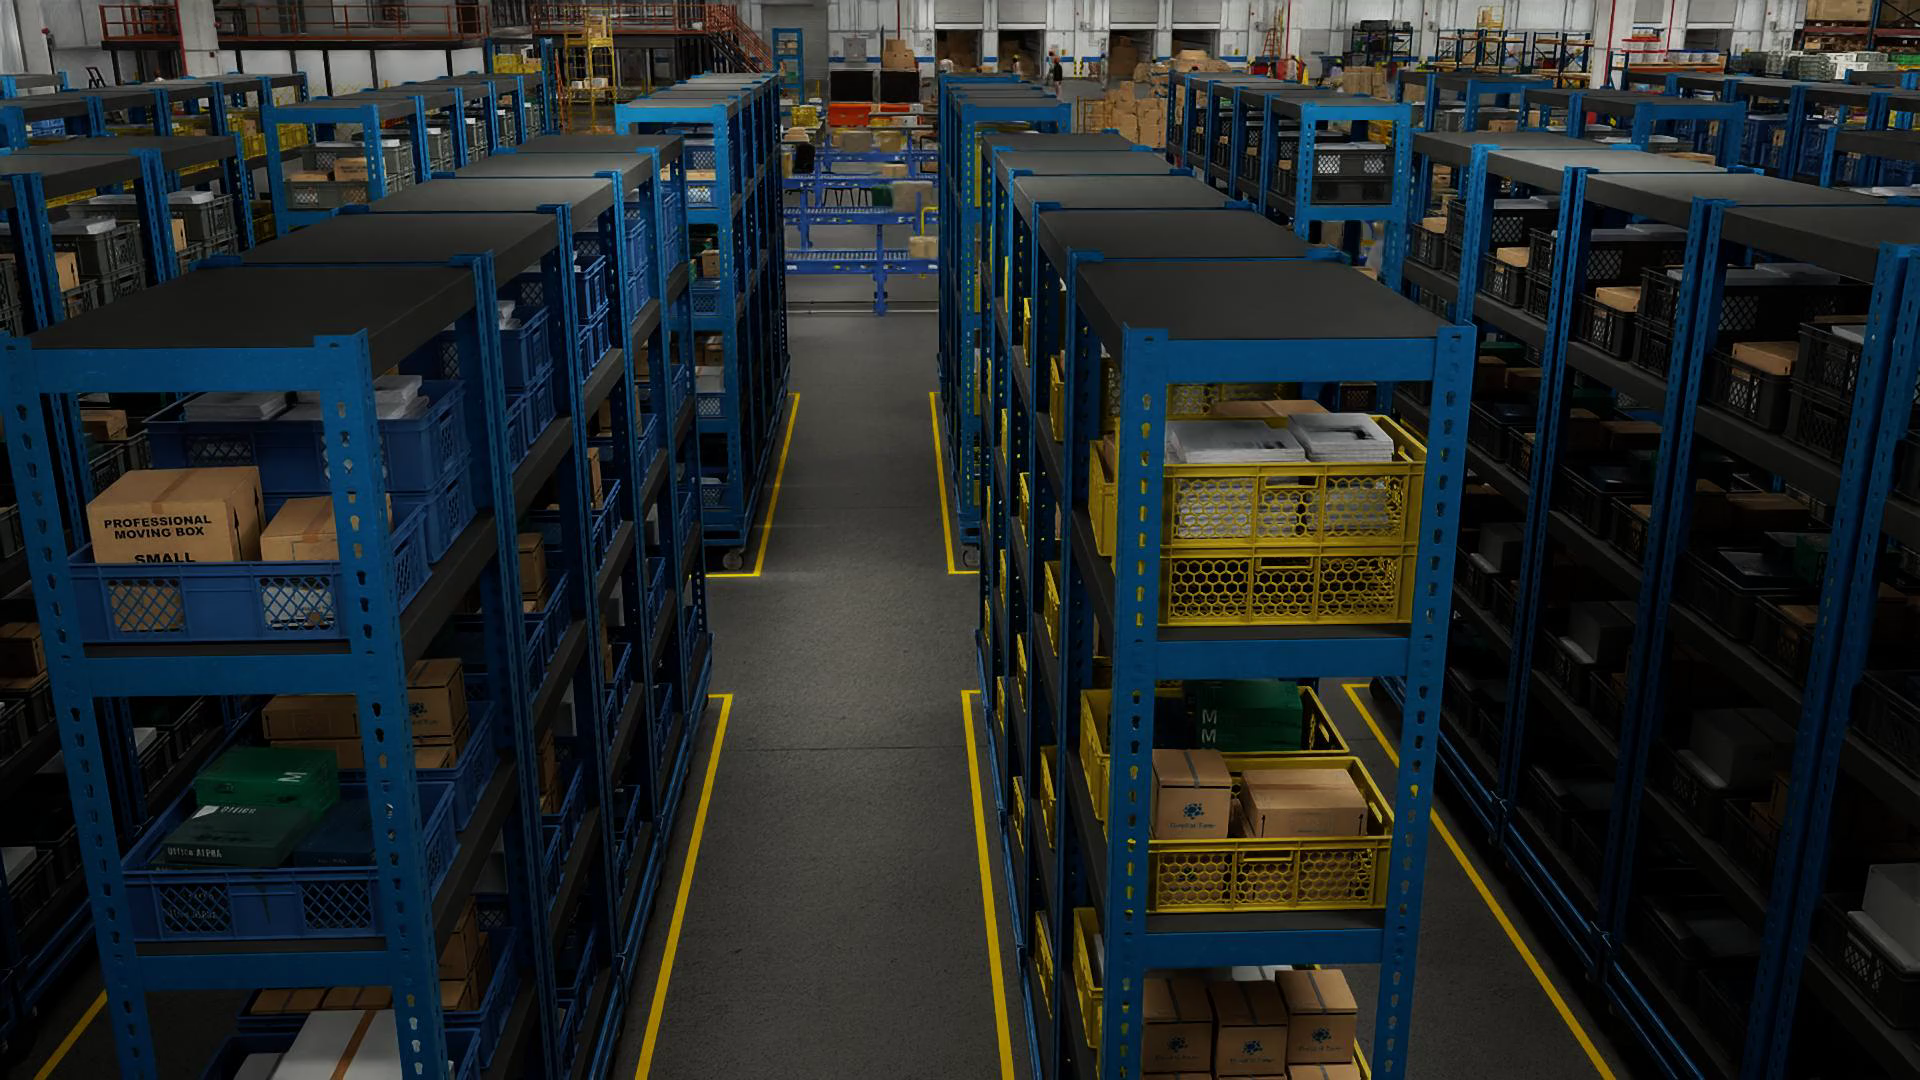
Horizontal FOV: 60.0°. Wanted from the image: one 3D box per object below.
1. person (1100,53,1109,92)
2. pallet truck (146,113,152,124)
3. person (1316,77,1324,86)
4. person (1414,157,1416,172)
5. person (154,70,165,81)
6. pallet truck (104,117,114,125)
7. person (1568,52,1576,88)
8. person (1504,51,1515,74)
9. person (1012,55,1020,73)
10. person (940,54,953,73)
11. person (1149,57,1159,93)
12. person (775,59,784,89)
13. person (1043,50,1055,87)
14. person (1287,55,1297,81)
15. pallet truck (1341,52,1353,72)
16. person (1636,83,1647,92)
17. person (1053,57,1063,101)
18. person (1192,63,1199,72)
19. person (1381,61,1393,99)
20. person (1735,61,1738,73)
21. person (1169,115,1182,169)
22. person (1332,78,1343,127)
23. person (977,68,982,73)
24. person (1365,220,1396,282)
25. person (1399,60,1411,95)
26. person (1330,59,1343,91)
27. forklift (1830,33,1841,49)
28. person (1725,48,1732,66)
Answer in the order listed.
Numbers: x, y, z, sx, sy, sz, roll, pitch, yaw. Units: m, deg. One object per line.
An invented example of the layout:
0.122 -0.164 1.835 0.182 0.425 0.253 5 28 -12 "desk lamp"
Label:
7.257 -23.497 83.568 0.651 1.887 0.634 13 22 34 "person"
-18.087 -8.309 36.390 1.885 1.965 0.823 -1 18 -4 "pallet truck"
12.230 -14.859 56.873 0.328 1.865 0.521 2 18 5 "person"
11.922 -10.240 42.892 0.542 1.670 0.753 0 18 1 "person"
-30.073 -16.717 62.592 0.362 1.882 0.576 1 18 3 "person"
-18.367 -7.885 35.078 1.885 1.965 0.823 1 18 2 "pallet truck"
30.525 -23.373 83.102 0.355 1.936 0.635 12 21 32 "person"
28.951 -24.824 87.691 1.011 1.891 0.549 -13 22 -34 "person"
2.671 -22.508 80.521 0.978 1.870 0.610 -4 18 -12 "person"
-0.654 -22.581 80.658 0.627 1.935 0.371 2 18 5 "person"
9.627 -23.120 82.628 0.493 1.743 0.295 3 18 10 "person"
-8.795 -22.749 81.348 0.431 1.836 0.619 -8 20 -25 "person"
4.816 -25.127 88.578 0.903 1.904 0.556 14 22 36 "person"
16.583 -23.162 82.647 0.866 1.799 0.621 -15 23 -38 "person"
18.794 -23.123 82.231 0.823 1.965 1.885 -13 22 -35 "pallet truck"
25.710 -16.639 62.703 0.537 1.668 0.817 -15 23 -38 "person"
4.338 -20.539 74.237 0.395 1.993 0.616 -9 20 -26 "person"
9.252 -17.804 65.724 0.601 2.035 0.402 5 19 14 "person"
19.563 -21.154 76.575 0.881 1.731 0.529 -1 18 -2 "person"
34.643 -20.422 74.037 0.571 1.888 0.963 16 24 40 "person"
5.207 -9.371 40.100 0.369 1.735 0.540 -16 24 -41 "person"
12.983 -15.007 57.400 0.557 1.813 0.623 5 18 14 "person"
0.781 -17.438 64.862 0.506 1.862 0.331 -11 21 -31 "person"
5.047 -3.118 20.491 0.738 1.884 0.678 2 18 7 "person"
21.510 -22.401 80.505 0.536 1.685 0.442 3 18 8 "person"
16.908 -20.497 74.277 0.599 1.882 0.935 -17 25 -42 "person"
43.715 -23.952 83.383 1.873 2.768 1.129 5 19 16 "forklift"
41.606 -25.675 90.249 0.367 1.932 0.623 1 18 2 "person"
